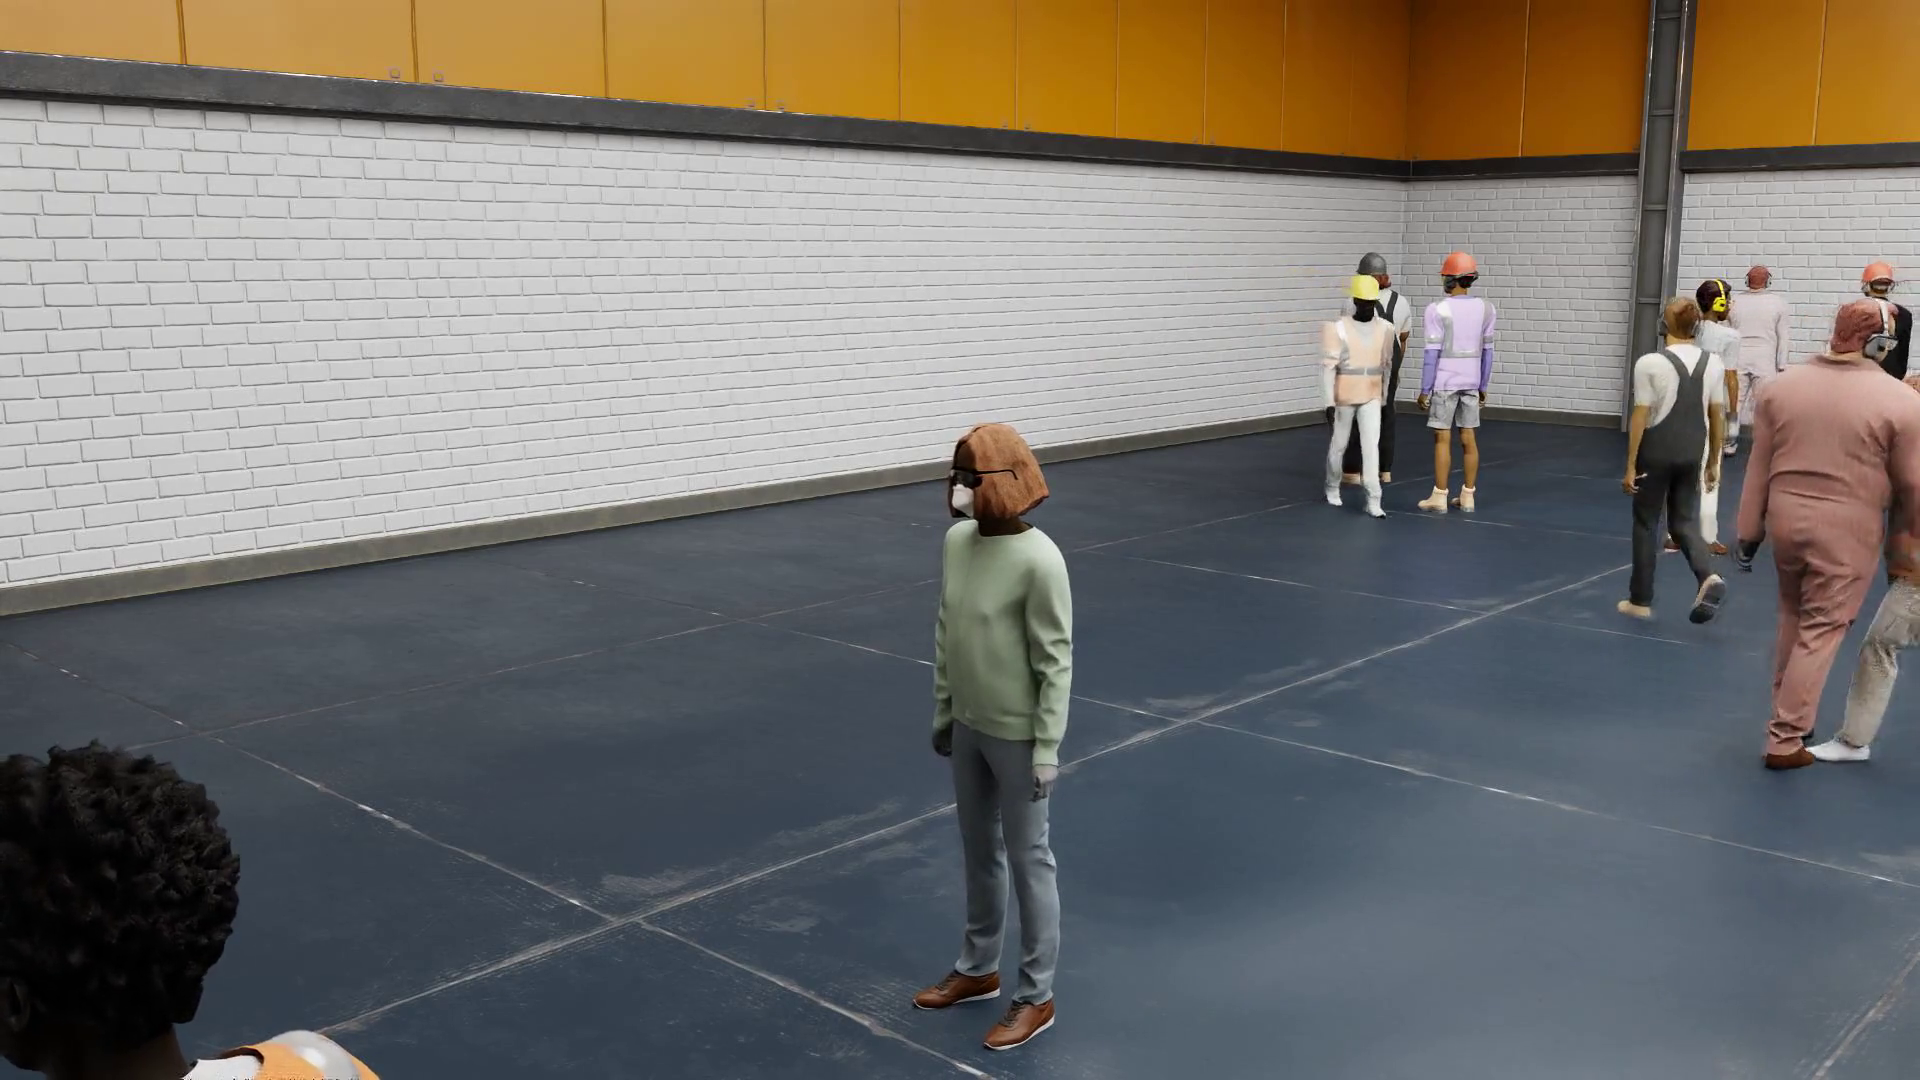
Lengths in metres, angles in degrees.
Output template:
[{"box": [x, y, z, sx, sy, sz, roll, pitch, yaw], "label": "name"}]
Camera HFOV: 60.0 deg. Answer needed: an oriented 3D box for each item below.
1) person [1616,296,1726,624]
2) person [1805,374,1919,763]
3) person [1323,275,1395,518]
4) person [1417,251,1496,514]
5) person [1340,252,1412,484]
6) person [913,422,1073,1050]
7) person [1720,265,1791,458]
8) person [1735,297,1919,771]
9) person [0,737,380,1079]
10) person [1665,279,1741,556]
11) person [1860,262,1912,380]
[{"box": [3.925, -0.413, 9.087, 0.533, 1.826, 0.680, -1, 10, -8], "label": "person"}, {"box": [3.839, 0.138, 6.513, 0.795, 1.601, 0.557, 5, 11, 28], "label": "person"}, {"box": [3.125, -1.151, 13.149, 0.602, 1.878, 0.999, -1, 10, -6], "label": "person"}, {"box": [3.875, -1.228, 13.050, 0.614, 2.048, 0.361, -3, 10, -17], "label": "person"}, {"box": [3.593, -1.517, 14.719, 0.683, 2.000, 0.538, -4, 11, -22], "label": "person"}, {"box": [0.094, 0.506, 4.358, 0.285, 1.634, 0.499, -7, 12, -34], "label": "person"}, {"box": [7.826, -1.748, 16.406, 0.641, 1.913, 0.407, 7, 12, 36], "label": "person"}, {"box": [3.527, -0.017, 6.634, 0.754, 1.879, 0.658, -6, 12, -32], "label": "person"}, {"box": [-0.654, 0.999, 1.404, 0.320, 1.690, 0.515, 3, 10, 15], "label": "person"}, {"box": [5.030, -0.823, 11.277, 0.319, 1.863, 0.521, -8, 13, -37], "label": "person"}, {"box": [7.616, -1.351, 14.024, 0.645, 1.947, 0.970, 0, 10, 2], "label": "person"}]
